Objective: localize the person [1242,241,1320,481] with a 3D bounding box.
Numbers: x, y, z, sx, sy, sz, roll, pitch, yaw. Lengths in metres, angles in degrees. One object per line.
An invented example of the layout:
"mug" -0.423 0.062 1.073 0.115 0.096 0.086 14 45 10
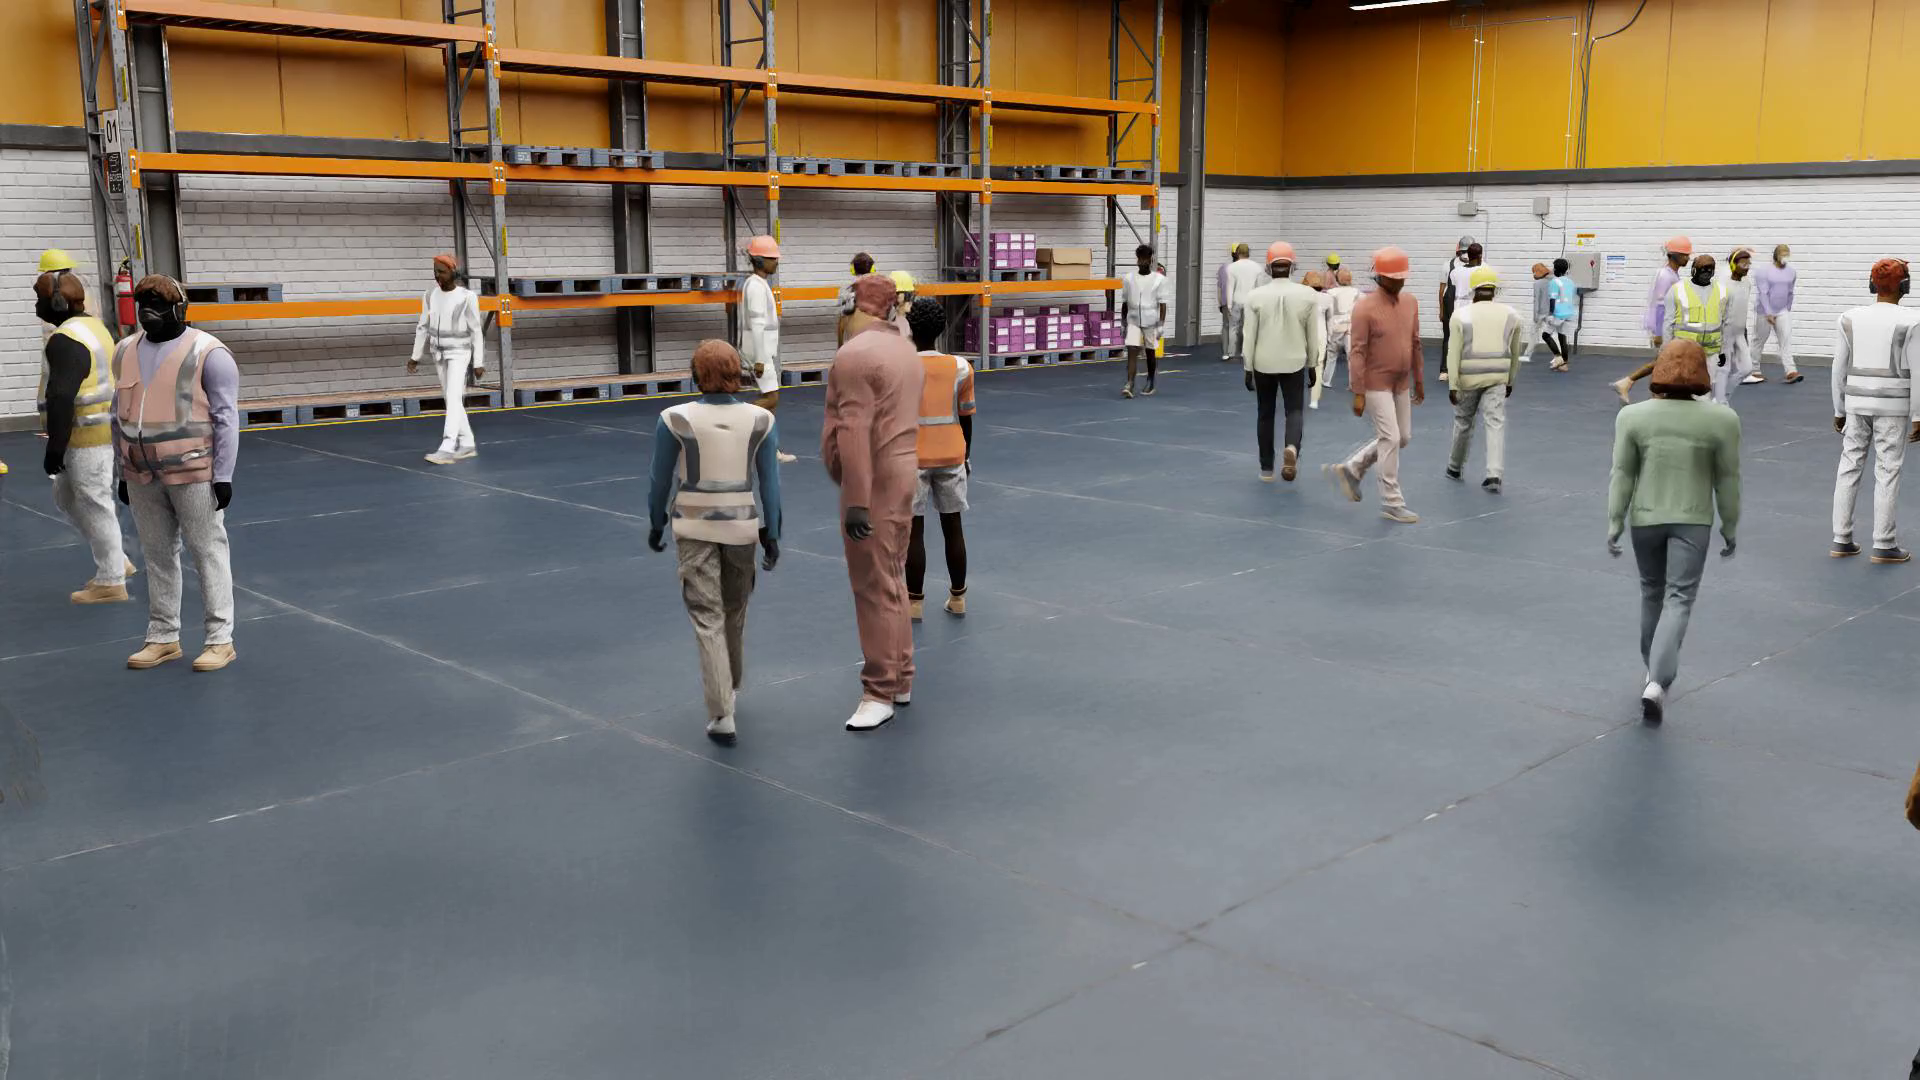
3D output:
"person" 2.594 -1.422 13.470 0.626 1.978 0.741 1 10 7

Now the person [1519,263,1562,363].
"person" 9.257 -3.596 26.401 0.508 1.590 0.856 -7 13 -34

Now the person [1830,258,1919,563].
"person" 5.702 -0.798 10.324 0.355 1.884 0.575 -7 12 -33

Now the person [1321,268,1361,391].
"person" 5.024 -2.759 21.817 0.535 1.588 0.876 -1 10 -7

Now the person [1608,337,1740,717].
"person" 3.035 -0.066 7.117 0.506 1.599 0.846 7 12 33

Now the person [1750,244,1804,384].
"person" 11.155 -3.066 22.665 0.624 1.889 0.965 -1 10 -8

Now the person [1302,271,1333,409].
"person" 4.143 -2.368 19.659 0.508 1.603 0.783 0 10 2

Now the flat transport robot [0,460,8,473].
"flat transport robot" -8.736 -0.620 13.752 1.431 0.197 0.652 -7 13 -35

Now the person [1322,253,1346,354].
"person" 6.282 -3.976 28.095 0.871 1.699 0.545 2 11 11

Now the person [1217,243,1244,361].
"person" 4.482 -3.865 27.050 0.610 1.876 0.972 6 12 28

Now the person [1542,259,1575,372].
"person" 8.859 -3.312 24.589 0.585 1.677 0.374 -8 13 -38

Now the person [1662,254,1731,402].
"person" 7.142 -1.843 16.145 0.627 1.843 0.429 1 10 4

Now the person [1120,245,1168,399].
"person" 2.287 -2.728 20.808 0.623 1.898 1.050 4 11 19

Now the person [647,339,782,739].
"person" -1.006 -0.019 6.825 0.517 1.607 0.752 -4 11 -23

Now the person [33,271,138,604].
"person" -4.816 -0.550 9.136 0.443 1.826 0.645 -3 11 -18

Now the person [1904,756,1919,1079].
"person" 2.182 0.501 3.363 0.346 1.841 0.505 -7 12 -32

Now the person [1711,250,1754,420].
"person" 8.481 -2.227 18.197 0.559 1.852 0.387 -5 11 -24

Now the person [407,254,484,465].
"person" -4.600 -1.614 14.864 0.594 1.850 0.778 5 12 26

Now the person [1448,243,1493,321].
"person" 6.754 -2.964 22.043 0.597 1.916 0.371 9 14 41

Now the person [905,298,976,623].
"person" -0.169 -0.411 8.725 0.539 1.695 0.318 -5 11 -23

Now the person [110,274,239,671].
"person" -3.669 -0.307 7.756 0.625 1.846 0.429 2 11 10

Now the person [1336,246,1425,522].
"person" 2.984 -1.120 11.901 0.695 1.949 0.735 -7 12 -32

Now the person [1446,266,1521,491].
"person" 4.196 -1.302 13.375 0.601 1.786 0.951 0 10 2

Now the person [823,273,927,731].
"person" -0.401 -0.175 6.995 0.407 1.867 0.799 4 11 19

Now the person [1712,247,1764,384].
"person" 10.550 -3.038 22.578 0.701 1.858 0.888 -8 13 -37

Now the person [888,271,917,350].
"person" -0.522 -1.170 12.705 0.710 1.741 0.548 -7 13 -35

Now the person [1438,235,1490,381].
"person" 6.981 -3.215 23.076 0.677 2.000 0.536 4 11 19

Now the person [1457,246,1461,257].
"person" 7.988 -3.781 26.477 0.558 1.916 0.476 -6 12 -31

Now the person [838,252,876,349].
"person" -0.919 -1.831 16.042 0.531 1.858 0.355 1 10 3

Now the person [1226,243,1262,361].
"person" 4.529 -3.773 26.498 0.629 1.912 0.938 -3 11 -15

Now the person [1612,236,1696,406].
"person" 7.847 -2.411 18.760 0.733 2.019 0.633 5 11 25

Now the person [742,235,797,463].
"person" -1.801 -1.657 14.643 0.617 2.026 0.608 -1 10 -6

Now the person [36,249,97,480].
"person" -7.251 -1.431 13.700 0.618 1.914 0.591 2 11 9
